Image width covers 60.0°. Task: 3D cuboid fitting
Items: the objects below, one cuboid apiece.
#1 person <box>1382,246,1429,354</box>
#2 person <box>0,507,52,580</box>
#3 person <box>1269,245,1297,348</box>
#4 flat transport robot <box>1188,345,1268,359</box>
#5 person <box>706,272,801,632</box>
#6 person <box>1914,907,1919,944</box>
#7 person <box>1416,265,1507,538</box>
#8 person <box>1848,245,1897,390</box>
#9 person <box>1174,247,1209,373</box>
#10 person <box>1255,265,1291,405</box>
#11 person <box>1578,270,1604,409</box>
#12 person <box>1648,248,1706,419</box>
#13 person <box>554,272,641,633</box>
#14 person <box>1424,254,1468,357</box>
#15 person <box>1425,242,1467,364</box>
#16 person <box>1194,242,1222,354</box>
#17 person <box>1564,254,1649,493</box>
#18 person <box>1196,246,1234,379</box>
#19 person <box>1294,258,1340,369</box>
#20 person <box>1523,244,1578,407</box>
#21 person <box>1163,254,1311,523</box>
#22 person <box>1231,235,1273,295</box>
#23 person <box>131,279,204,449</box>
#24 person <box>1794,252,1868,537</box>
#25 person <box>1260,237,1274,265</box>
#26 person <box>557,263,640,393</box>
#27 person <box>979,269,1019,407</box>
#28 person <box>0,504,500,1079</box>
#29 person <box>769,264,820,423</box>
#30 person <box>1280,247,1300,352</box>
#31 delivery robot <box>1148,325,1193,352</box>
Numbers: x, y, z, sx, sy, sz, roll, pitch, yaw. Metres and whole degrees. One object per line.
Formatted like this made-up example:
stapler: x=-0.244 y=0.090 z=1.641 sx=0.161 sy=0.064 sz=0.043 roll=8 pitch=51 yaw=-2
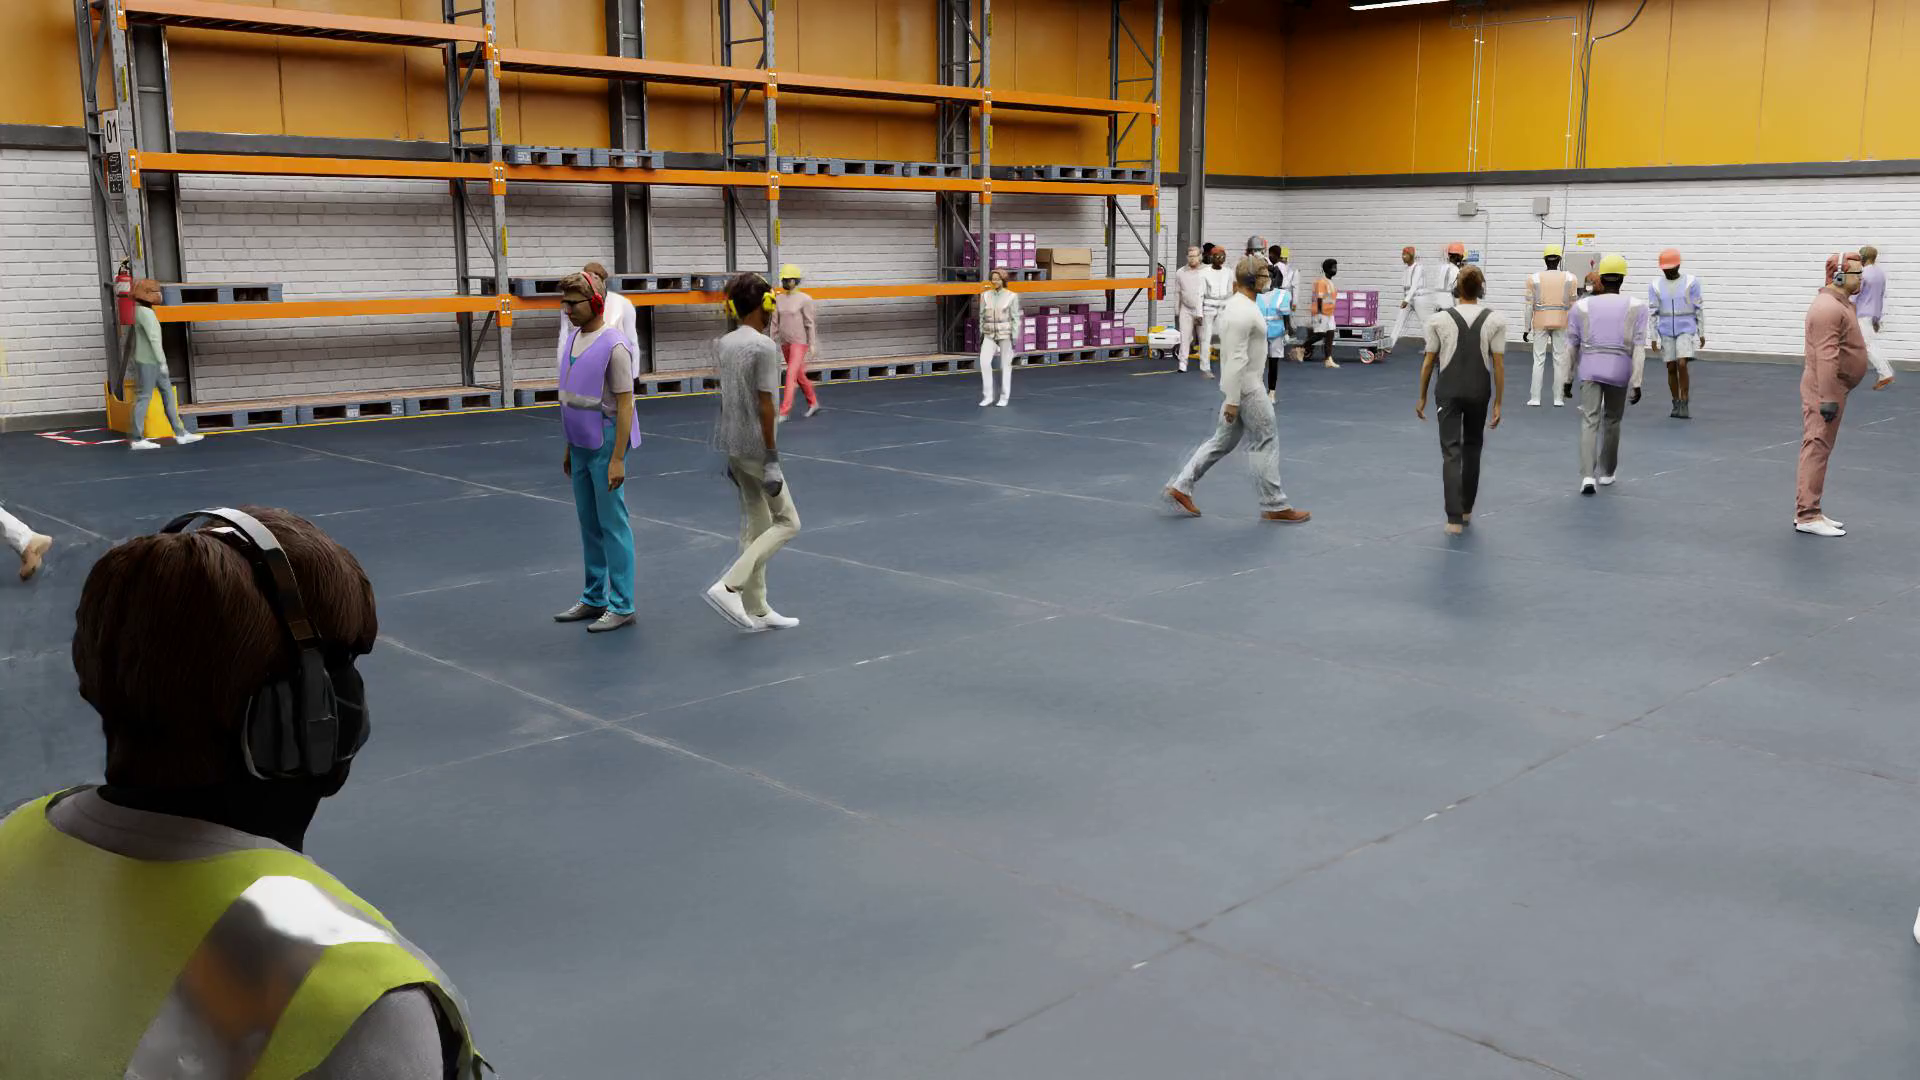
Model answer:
person: x=7.652 y=-4.058 z=28.262 sx=1.040 sy=1.822 sz=0.578 roll=-3 pitch=11 yaw=-15
person: x=-5.761 y=-0.628 z=9.597 sx=0.799 sy=1.815 sz=0.632 roll=-3 pitch=11 yaw=-17
person: x=5.432 y=-4.073 z=28.285 sx=0.957 sy=1.868 sz=0.579 roll=2 pitch=11 yaw=9
flat transport robot: x=4.413 y=-3.089 z=27.217 sx=0.652 sy=0.197 sz=1.431 roll=9 pitch=14 yaw=41
person: x=-1.044 y=-0.425 z=8.411 sx=0.455 sy=1.839 sz=0.546 roll=-7 pitch=12 yaw=-33
person: x=2.998 y=0.249 z=4.652 sx=0.519 sy=1.873 sz=0.328 roll=3 pitch=11 yaw=16
person: x=3.415 y=-0.961 z=11.391 sx=0.539 sy=1.805 sz=0.881 roll=2 pitch=11 yaw=8
person: x=11.945 y=-2.925 z=21.910 sx=0.640 sy=1.903 sz=0.991 roll=-8 pitch=13 yaw=-38
person: x=3.496 y=-3.430 z=24.773 sx=0.651 sy=1.855 sz=0.992 roll=3 pitch=11 yaw=15
person: x=3.650 y=-2.422 z=19.751 sx=0.548 sy=1.676 sz=0.661 roll=2 pitch=11 yaw=11
person: x=7.338 y=-2.305 z=19.269 sx=0.396 sy=1.619 sz=0.529 roll=-4 pitch=11 yaw=-19
person: x=7.902 y=-2.277 z=18.397 sx=0.606 sy=1.879 sz=0.651 roll=8 pitch=13 yaw=36
person: x=-1.857 y=-0.453 z=8.562 sx=0.389 sy=1.839 sz=0.563 roll=-9 pitch=14 yaw=-40
person: x=7.981 y=-3.790 z=26.887 sx=0.941 sy=1.782 sz=0.619 roll=7 pitch=13 yaw=34
person: x=7.507 y=-3.600 z=25.489 sx=0.451 sy=1.922 sz=0.579 roll=-1 pitch=10 yaw=-4
person: x=4.107 y=-4.073 z=28.118 sx=0.676 sy=1.919 sz=0.876 roll=3 pitch=11 yaw=16
person: x=5.102 y=-1.317 z=13.190 sx=0.605 sy=1.882 sz=0.999 roll=5 pitch=11 yaw=25
person: x=3.600 y=-3.166 z=23.283 sx=0.610 sy=1.855 sz=0.786 roll=-3 pitch=11 yaw=-15
person: x=5.477 y=-3.453 z=25.331 sx=0.623 sy=1.679 sz=0.537 roll=8 pitch=13 yaw=38
person: x=6.966 y=-2.528 z=19.666 sx=0.586 sy=1.917 sz=0.381 roll=2 pitch=11 yaw=11
person: x=1.953 y=-1.061 z=11.744 sx=1.009 sy=1.905 sz=0.632 roll=1 pitch=10 yaw=7
person: x=4.389 y=-3.555 z=24.931 sx=0.699 sy=2.000 sz=0.544 roll=-2 pitch=11 yaw=-12
person: x=-7.580 y=-1.674 z=15.829 sx=0.752 sy=1.603 sz=0.534 roll=-6 pitch=12 yaw=-30
person: x=5.935 y=-0.993 z=11.321 sx=0.403 sy=1.911 sz=0.637 roll=6 pitch=12 yaw=28
person: x=5.195 y=-4.298 z=29.138 sx=0.637 sy=1.977 sz=0.486 roll=2 pitch=11 yaw=9
person: x=-3.000 y=-1.377 z=13.719 sx=0.651 sy=1.789 sz=0.979 roll=1 pitch=10 yaw=4
person: x=0.423 y=-2.361 z=19.529 sx=0.540 sy=1.619 sz=0.560 roll=5 pitch=11 yaw=25
person: x=-0.696 y=0.871 z=1.460 sx=0.637 sy=1.809 sz=0.925 roll=7 pitch=13 yaw=34
person: x=-1.817 y=-2.162 z=18.241 sx=0.532 sy=1.729 sz=0.927 roll=7 pitch=13 yaw=35
person: x=5.542 y=-4.143 z=28.736 sx=0.615 sy=1.809 sz=0.499 roll=5 pitch=12 yaw=26
delivery robot: x=3.435 y=-3.274 z=27.197 sx=0.707 sy=0.478 sz=0.477 roll=4 pitch=11 yaw=23
